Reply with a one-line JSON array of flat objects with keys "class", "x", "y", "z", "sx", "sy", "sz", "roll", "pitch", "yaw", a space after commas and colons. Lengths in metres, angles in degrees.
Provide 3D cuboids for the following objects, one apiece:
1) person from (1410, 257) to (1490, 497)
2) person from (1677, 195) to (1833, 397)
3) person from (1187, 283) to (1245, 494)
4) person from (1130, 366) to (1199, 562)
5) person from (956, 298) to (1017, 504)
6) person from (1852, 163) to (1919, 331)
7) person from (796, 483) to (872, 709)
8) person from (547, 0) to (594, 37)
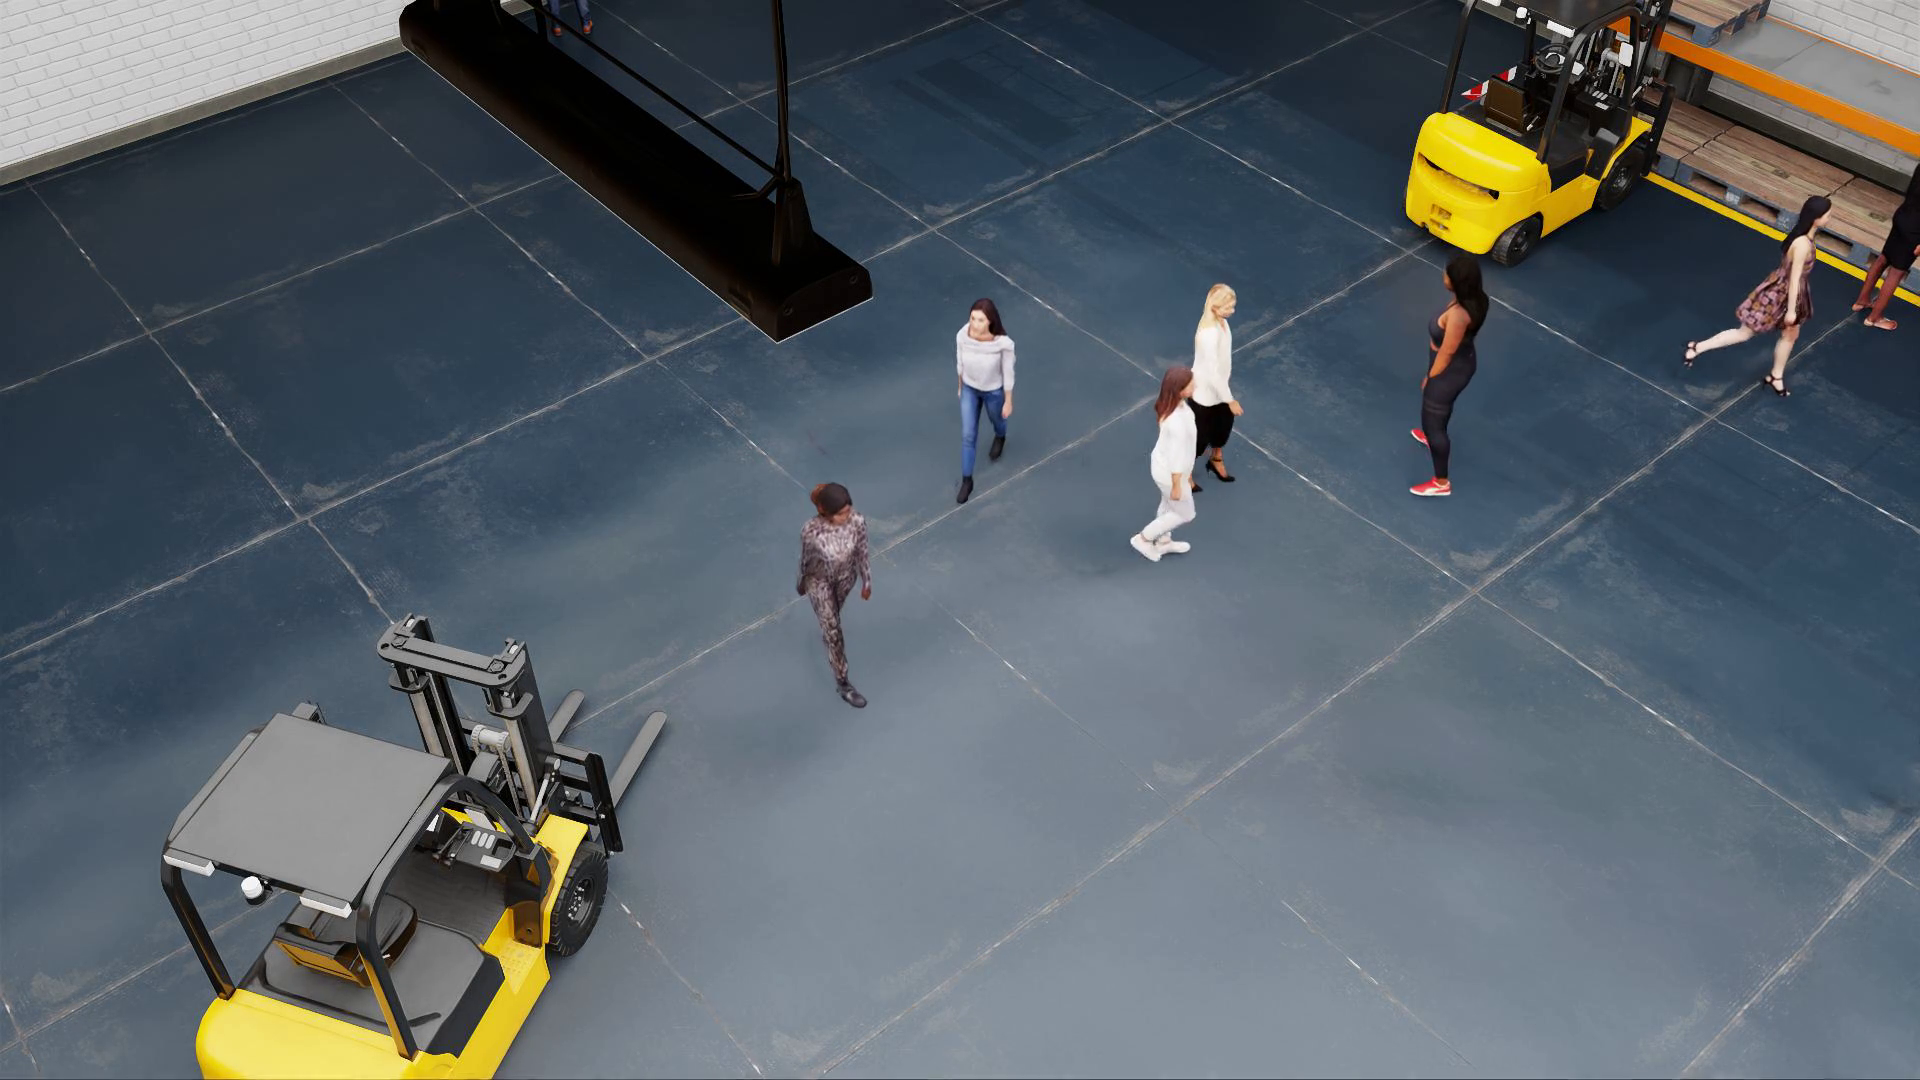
[{"class": "person", "x": 3.560, "y": -1.253, "z": 12.065, "sx": 0.931, "sy": 1.800, "sz": 1.037, "roll": 24, "pitch": 49, "yaw": 23}, {"class": "person", "x": 6.176, "y": -1.838, "z": 12.721, "sx": 1.226, "sy": 1.742, "sz": 0.935, "roll": 20, "pitch": 47, "yaw": 19}, {"class": "person", "x": 1.682, "y": -1.049, "z": 11.820, "sx": 0.845, "sy": 1.842, "sz": 0.788, "roll": 11, "pitch": 45, "yaw": 11}, {"class": "person", "x": 1.395, "y": -0.493, "z": 11.355, "sx": 0.846, "sy": 1.679, "sz": 0.784, "roll": -3, "pitch": 44, "yaw": -3}, {"class": "person", "x": 0.212, "y": -1.105, "z": 12.063, "sx": 1.071, "sy": 1.587, "sz": 1.003, "roll": 15, "pitch": 46, "yaw": 15}, {"class": "person", "x": 7.694, "y": -2.519, "z": 13.451, "sx": 0.735, "sy": 1.720, "sz": 0.663, "roll": 2, "pitch": 44, "yaw": 2}, {"class": "person", "x": -0.841, "y": 0.205, "z": 10.629, "sx": 0.857, "sy": 1.670, "sz": 1.213, "roll": -11, "pitch": 45, "yaw": -12}, {"class": "person", "x": -4.151, "y": -6.123, "z": 17.158, "sx": 0.760, "sy": 1.826, "sz": 0.748, "roll": -7, "pitch": 44, "yaw": -7}]
